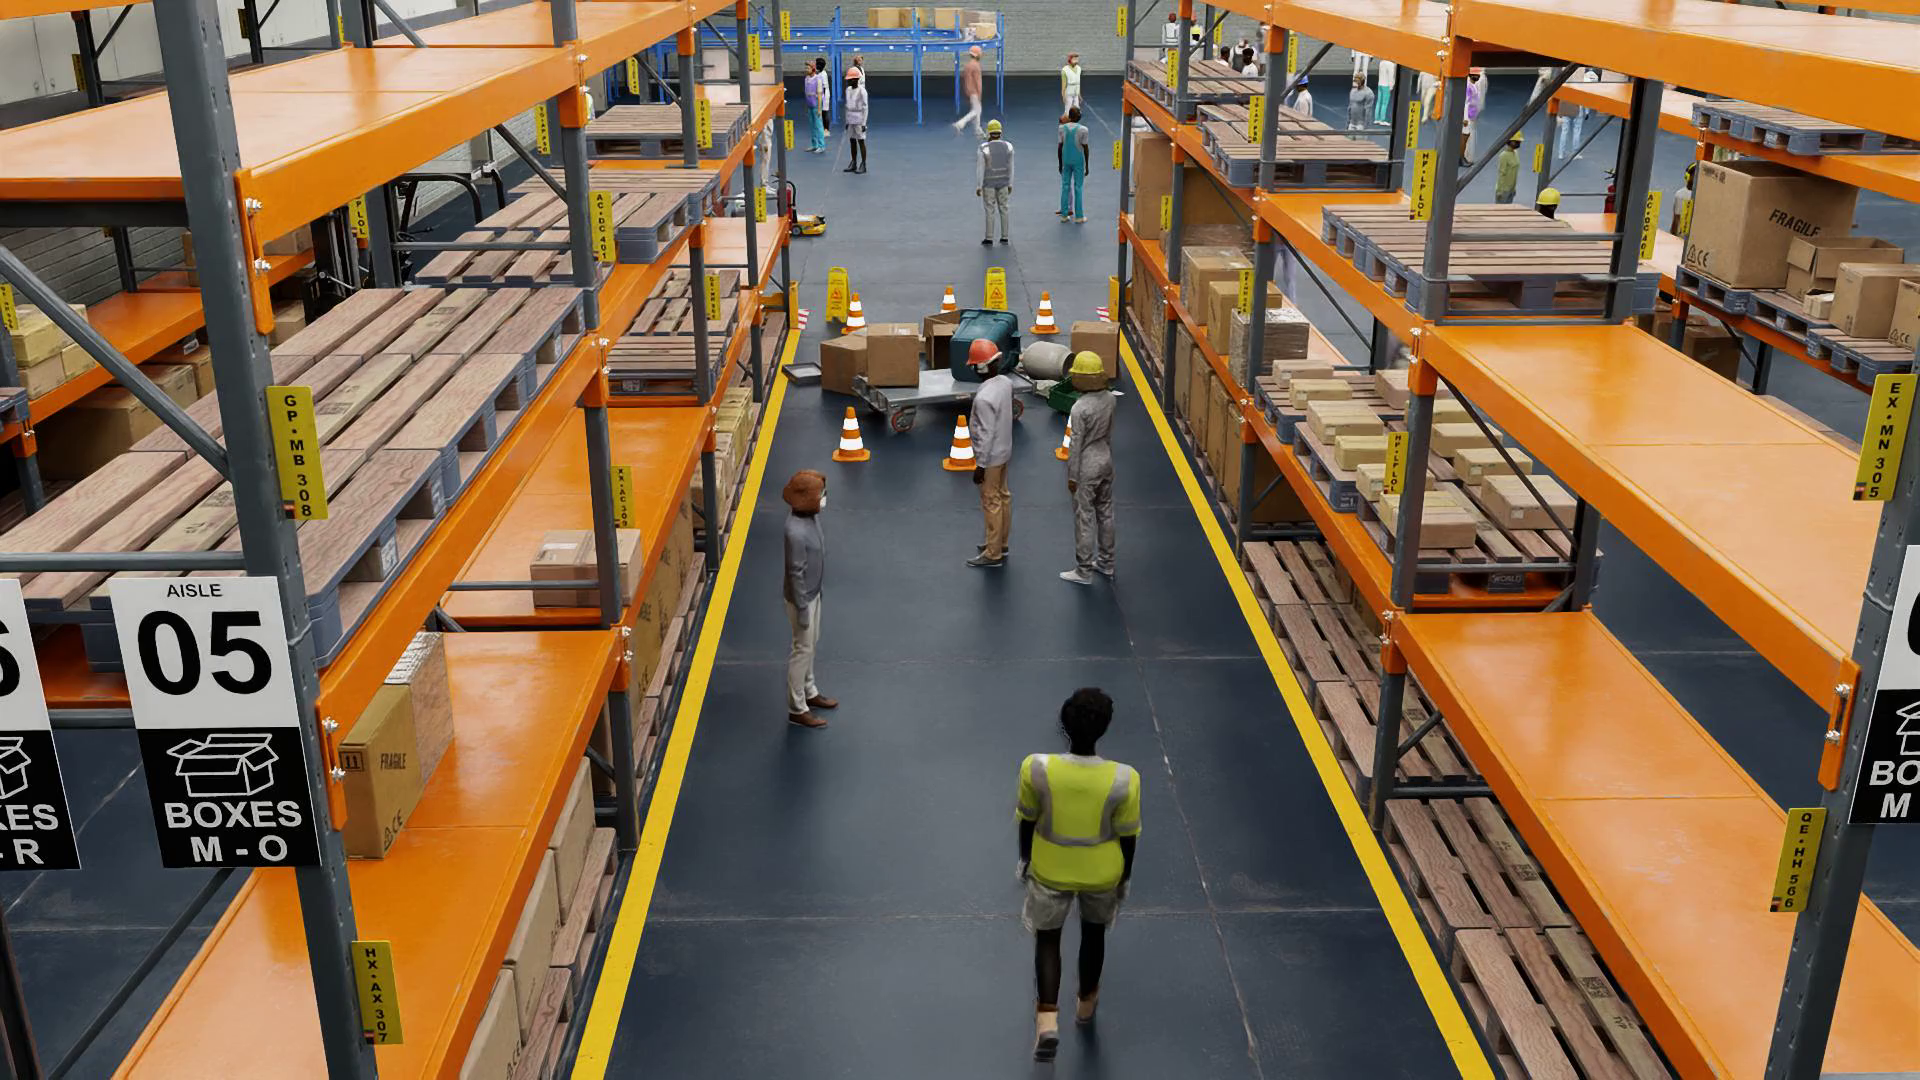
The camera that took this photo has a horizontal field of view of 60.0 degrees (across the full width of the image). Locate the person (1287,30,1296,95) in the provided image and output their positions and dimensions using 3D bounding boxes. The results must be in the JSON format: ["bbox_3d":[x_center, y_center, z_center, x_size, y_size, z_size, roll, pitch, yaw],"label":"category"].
[{"bbox_3d":[8.882,-12.894,44.861,0.311,1.735,0.483,8,22,21],"label":"person"}]

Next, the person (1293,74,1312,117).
[{"bbox_3d":[6.195,-7.483,30.278,0.402,1.937,0.604,4,21,12],"label":"person"}]

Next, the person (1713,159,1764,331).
[{"bbox_3d":[9.247,-3.446,19.462,0.723,2.000,0.565,-11,23,-27],"label":"person"}]

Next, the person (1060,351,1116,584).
[{"bbox_3d":[0.935,-0.533,12.195,0.320,1.738,0.487,18,27,39],"label":"person"}]

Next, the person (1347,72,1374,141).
[{"bbox_3d":[7.383,-7.690,30.844,0.388,1.928,0.638,-9,22,-22],"label":"person"}]

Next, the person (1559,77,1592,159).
[{"bbox_3d":[12.265,-8.583,33.212,0.597,1.916,0.370,16,26,35],"label":"person"}]

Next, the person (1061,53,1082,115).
[{"bbox_3d":[2.410,-9.649,36.156,0.410,1.830,0.574,18,27,39],"label":"person"}]

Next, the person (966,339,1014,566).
[{"bbox_3d":[0.206,-0.656,12.502,0.344,1.741,0.561,7,22,17],"label":"person"}]

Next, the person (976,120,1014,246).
[{"bbox_3d":[0.507,-5.270,24.571,0.592,1.834,0.404,-9,22,-21],"label":"person"}]

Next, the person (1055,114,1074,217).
[{"bbox_3d":[1.726,-6.082,27.010,0.285,1.628,0.502,-4,21,-10],"label":"person"}]

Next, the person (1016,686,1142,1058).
[{"bbox_3d":[0.500,1.426,7.087,0.538,1.677,0.619,2,21,5],"label":"person"}]

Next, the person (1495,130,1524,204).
[{"bbox_3d":[7.963,-5.089,24.188,0.319,1.767,0.534,17,26,37],"label":"person"}]

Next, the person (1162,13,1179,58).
[{"bbox_3d":[6.244,-14.568,49.079,0.574,1.883,0.355,11,23,26],"label":"person"}]

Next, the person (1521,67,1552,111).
[{"bbox_3d":[14.439,-11.437,40.979,0.934,1.767,0.593,-4,21,-11],"label":"person"}]

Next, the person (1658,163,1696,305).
[{"bbox_3d":[8.786,-3.640,20.220,0.514,1.865,0.327,-19,28,-41],"label":"person"}]

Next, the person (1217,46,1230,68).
[{"bbox_3d":[5.762,-9.930,36.792,0.409,1.908,0.597,-7,22,-17],"label":"person"}]

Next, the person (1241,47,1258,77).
[{"bbox_3d":[6.182,-9.573,35.761,0.362,1.962,0.614,-3,21,-8],"label":"person"}]

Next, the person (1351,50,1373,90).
[{"bbox_3d":[11.132,-13.408,46.012,0.587,1.882,0.341,4,21,11],"label":"person"}]

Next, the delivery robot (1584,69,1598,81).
[{"bbox_3d":[17.501,-12.825,46.188,0.477,0.478,0.707,4,21,11],"label":"delivery robot"}]

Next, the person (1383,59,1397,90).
[{"bbox_3d":[11.929,-13.200,45.929,0.519,1.554,0.985,6,21,14],"label":"person"}]

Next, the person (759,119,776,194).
[{"bbox_3d":[-3.380,-6.968,29.187,0.324,1.740,0.492,0,21,-1],"label":"person"}]

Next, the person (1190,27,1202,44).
[{"bbox_3d":[5.987,-12.147,42.618,0.366,1.927,0.588,-7,22,-19],"label":"person"}]

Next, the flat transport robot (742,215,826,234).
[{"bbox_3d":[-2.818,-4.893,25.749,1.431,0.197,0.652,0,21,1],"label":"flat transport robot"}]

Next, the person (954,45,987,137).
[{"bbox_3d":[0.263,-9.755,36.228,0.747,1.978,0.626,-6,21,-14],"label":"person"}]

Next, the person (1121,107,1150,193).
[{"bbox_3d":[3.093,-7.073,29.292,0.574,1.875,0.369,-12,24,-28],"label":"person"}]

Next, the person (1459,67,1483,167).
[{"bbox_3d":[9.872,-8.221,32.223,0.349,1.940,0.551,11,23,27],"label":"person"}]

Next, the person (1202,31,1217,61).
[{"bbox_3d":[6.150,-11.776,41.625,0.553,1.933,0.370,3,21,8],"label":"person"}]

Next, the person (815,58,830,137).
[{"bbox_3d":[-3.025,-9.716,36.513,0.317,1.695,0.540,-4,21,-10],"label":"person"}]

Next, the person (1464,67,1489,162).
[{"bbox_3d":[10.086,-8.564,32.990,0.843,2.000,0.535,-19,28,-41],"label":"person"}]

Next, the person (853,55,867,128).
[{"bbox_3d":[-2.314,-10.159,37.763,0.309,1.641,0.512,8,22,21],"label":"person"}]

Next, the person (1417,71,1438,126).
[{"bbox_3d":[10.896,-10.467,38.633,0.505,1.609,0.707,19,28,40],"label":"person"}]

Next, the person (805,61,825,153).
[{"bbox_3d":[-2.976,-8.880,34.116,0.393,1.836,0.561,-14,25,-33],"label":"person"}]

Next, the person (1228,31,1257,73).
[{"bbox_3d":[6.792,-11.253,40.097,0.677,2.000,0.865,4,21,10],"label":"person"}]

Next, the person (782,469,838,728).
[{"bbox_3d":[-0.920,0.344,10.026,0.291,1.625,0.506,2,21,5],"label":"person"}]

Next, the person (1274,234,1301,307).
[{"bbox_3d":[3.944,-3.619,20.371,0.552,1.715,0.917,-2,21,-6],"label":"person"}]

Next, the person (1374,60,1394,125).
[{"bbox_3d":[9.879,-10.513,38.536,0.333,1.761,0.528,-7,22,-17],"label":"person"}]

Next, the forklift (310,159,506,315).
[{"bbox_3d":[-5.622,-2.910,17.832,2.313,2.155,1.214,-1,21,-1],"label":"forklift"}]

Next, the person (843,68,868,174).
[{"bbox_3d":[-1.975,-7.903,31.385,0.547,1.938,0.379,19,28,41],"label":"person"}]

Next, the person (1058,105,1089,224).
[{"bbox_3d":[1.801,-5.949,26.349,0.516,1.844,0.332,10,23,24],"label":"person"}]
